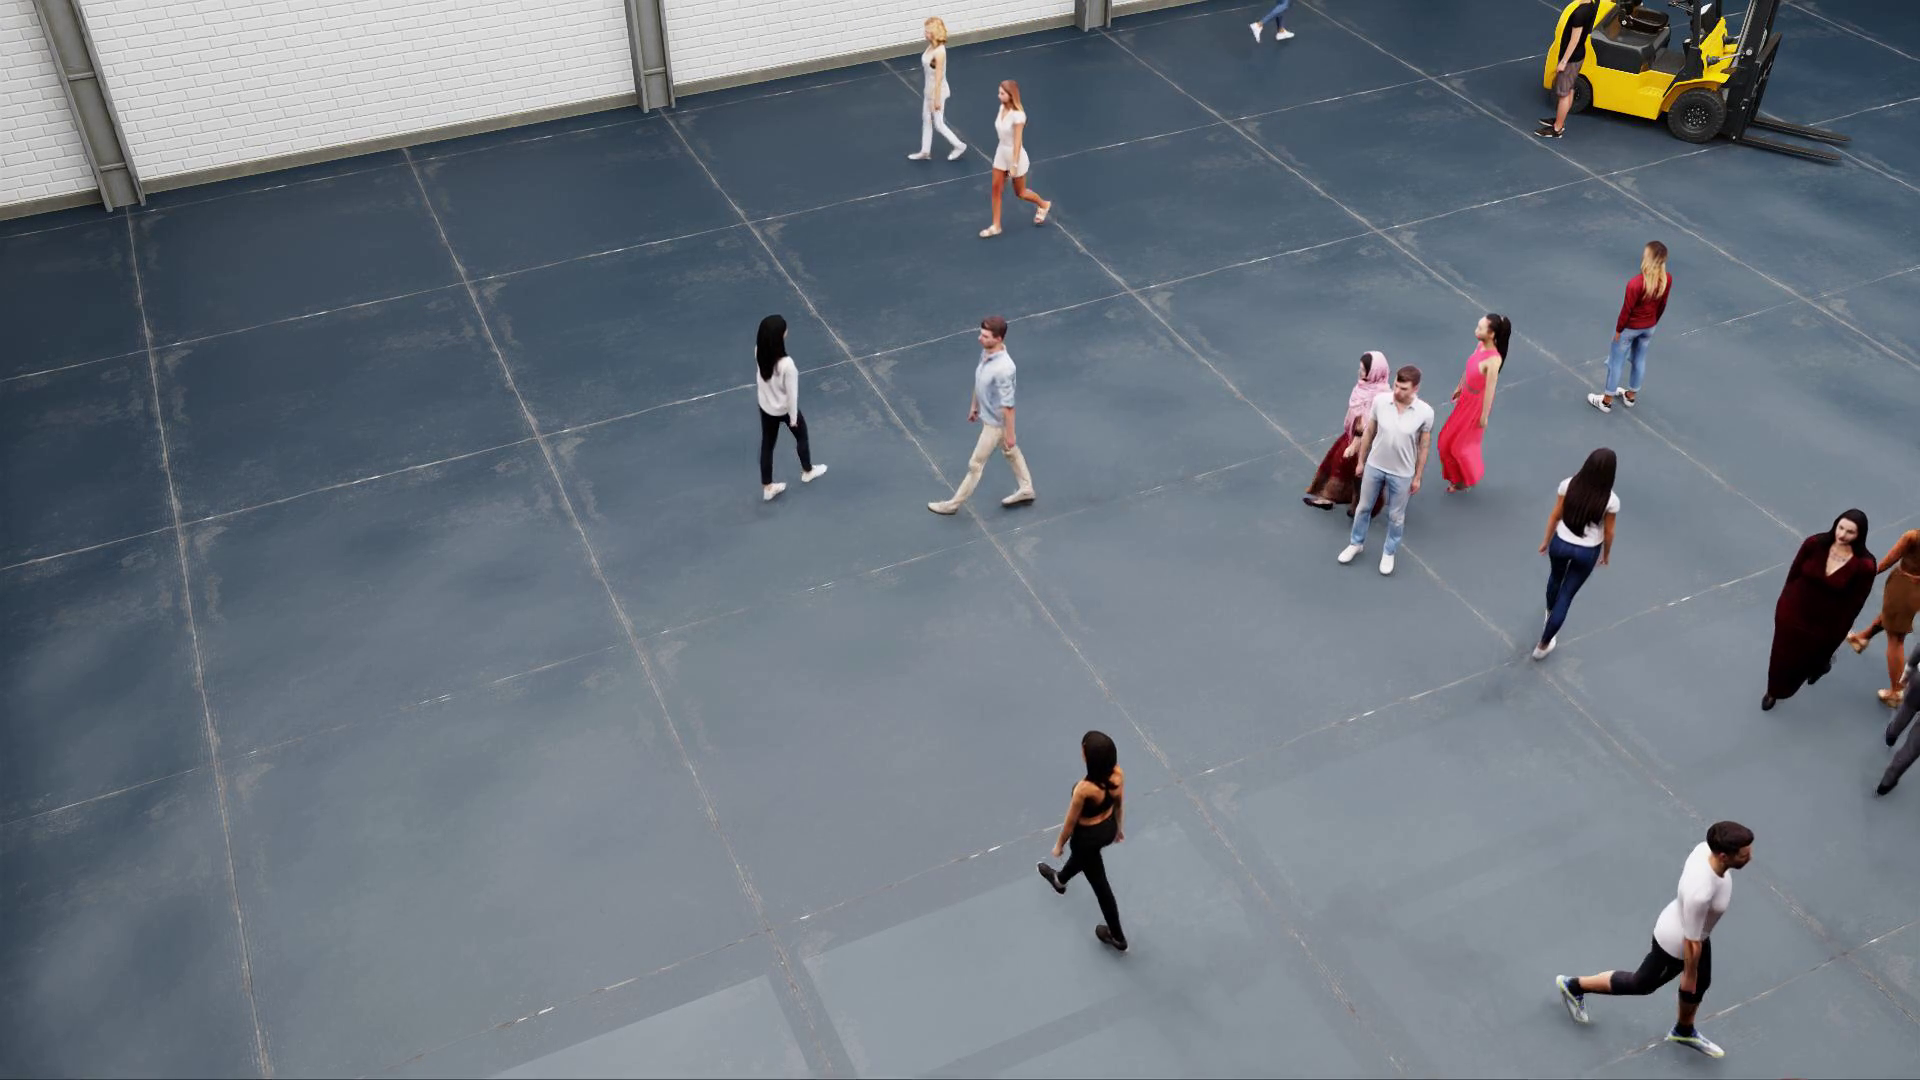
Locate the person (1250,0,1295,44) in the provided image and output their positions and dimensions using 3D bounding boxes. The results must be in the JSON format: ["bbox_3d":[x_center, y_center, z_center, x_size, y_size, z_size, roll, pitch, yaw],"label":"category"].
[{"bbox_3d":[4.036,-7.125,21.092,0.958,1.717,0.599,-17,42,-20],"label":"person"}]

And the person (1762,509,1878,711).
[{"bbox_3d":[5.970,0.470,11.558,0.878,1.747,0.794,-31,48,-33],"label":"person"}]

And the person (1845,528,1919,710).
[{"bbox_3d":[6.679,0.448,11.675,0.999,1.635,0.736,-8,39,-10],"label":"person"}]

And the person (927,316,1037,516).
[{"bbox_3d":[0.373,-0.980,13.326,1.233,1.807,0.833,-9,39,-11],"label":"person"}]

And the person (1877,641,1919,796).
[{"bbox_3d":[6.397,1.003,10.897,0.861,1.738,1.070,27,46,30],"label":"person"}]

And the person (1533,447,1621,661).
[{"bbox_3d":[4.375,0.139,11.970,0.852,1.751,0.999,27,46,29],"label":"person"}]

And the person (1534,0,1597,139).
[{"bbox_3d":[6.980,-5.519,18.968,0.832,1.858,0.737,19,42,22],"label":"person"}]

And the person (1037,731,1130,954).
[{"bbox_3d":[0.849,1.840,9.961,1.068,1.599,0.846,-29,47,-31],"label":"person"}]

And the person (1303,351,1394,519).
[{"bbox_3d":[3.313,-0.824,13.272,0.980,1.631,0.841,-3,39,-4],"label":"person"}]

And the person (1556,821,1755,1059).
[{"bbox_3d":[3.943,2.197,9.339,1.174,1.817,1.241,22,43,25],"label":"person"}]

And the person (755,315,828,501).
[{"bbox_3d":[-1.538,-1.041,13.504,0.840,1.679,0.968,25,45,28],"label":"person"}]

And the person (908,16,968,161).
[{"bbox_3d":[-0.197,-4.982,18.457,0.971,1.658,0.762,-6,39,-8],"label":"person"}]

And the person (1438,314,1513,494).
[{"bbox_3d":[4.258,-1.077,13.524,0.824,1.710,0.761,3,39,4],"label":"person"}]

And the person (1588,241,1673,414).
[{"bbox_3d":[5.928,-1.869,14.579,0.472,1.632,0.671,-12,40,-15],"label":"person"}]

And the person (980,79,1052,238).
[{"bbox_3d":[0.605,-3.931,17.133,1.079,1.667,0.668,-22,43,-25],"label":"person"}]

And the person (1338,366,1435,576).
[{"bbox_3d":[3.308,-0.560,12.764,0.733,1.852,0.756,18,42,21],"label":"person"}]
